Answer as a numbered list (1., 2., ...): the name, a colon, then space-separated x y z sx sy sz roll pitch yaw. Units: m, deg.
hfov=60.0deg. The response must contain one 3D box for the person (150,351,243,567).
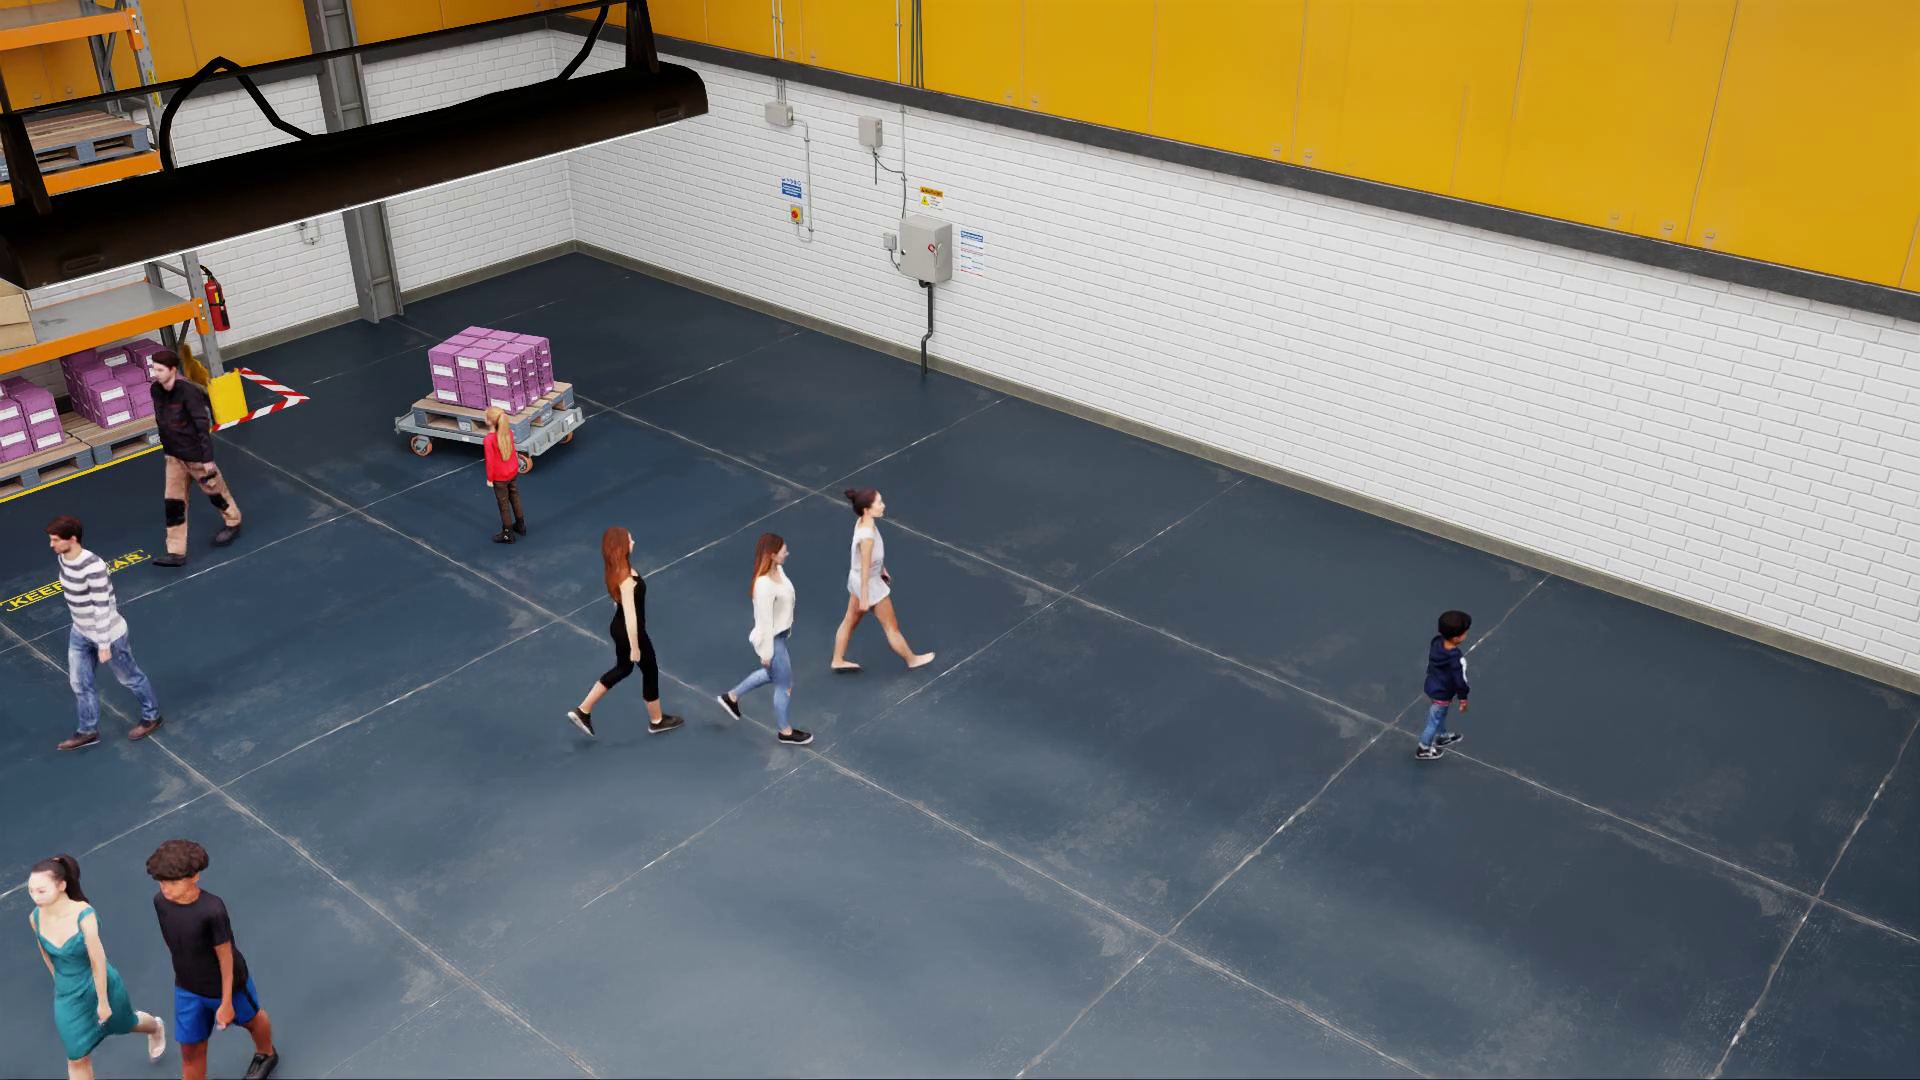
1. person: -6.554 -0.742 14.288 1.070 1.869 1.340 7 29 13

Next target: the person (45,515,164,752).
1. person: -6.045 0.612 11.847 0.746 1.830 0.949 16 33 27

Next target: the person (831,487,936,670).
1. person: -0.782 0.344 12.612 1.086 1.567 1.006 -3 29 -6

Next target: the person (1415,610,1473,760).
1. person: 3.354 1.034 11.719 0.769 1.212 0.702 -7 29 -13

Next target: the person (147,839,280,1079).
1. person: -3.931 2.280 8.862 0.918 1.761 1.136 6 29 10

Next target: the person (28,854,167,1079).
1. person: -4.569 2.355 8.841 0.925 1.648 1.064 1 29 2

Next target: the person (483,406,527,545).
1. person: -4.018 -0.589 14.621 0.606 1.281 0.510 12 31 21

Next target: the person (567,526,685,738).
1. person: -2.437 0.696 11.824 1.128 1.704 0.850 -14 31 -23

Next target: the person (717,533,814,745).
1. person: -1.414 0.707 11.834 1.001 1.676 0.985 3 29 5
